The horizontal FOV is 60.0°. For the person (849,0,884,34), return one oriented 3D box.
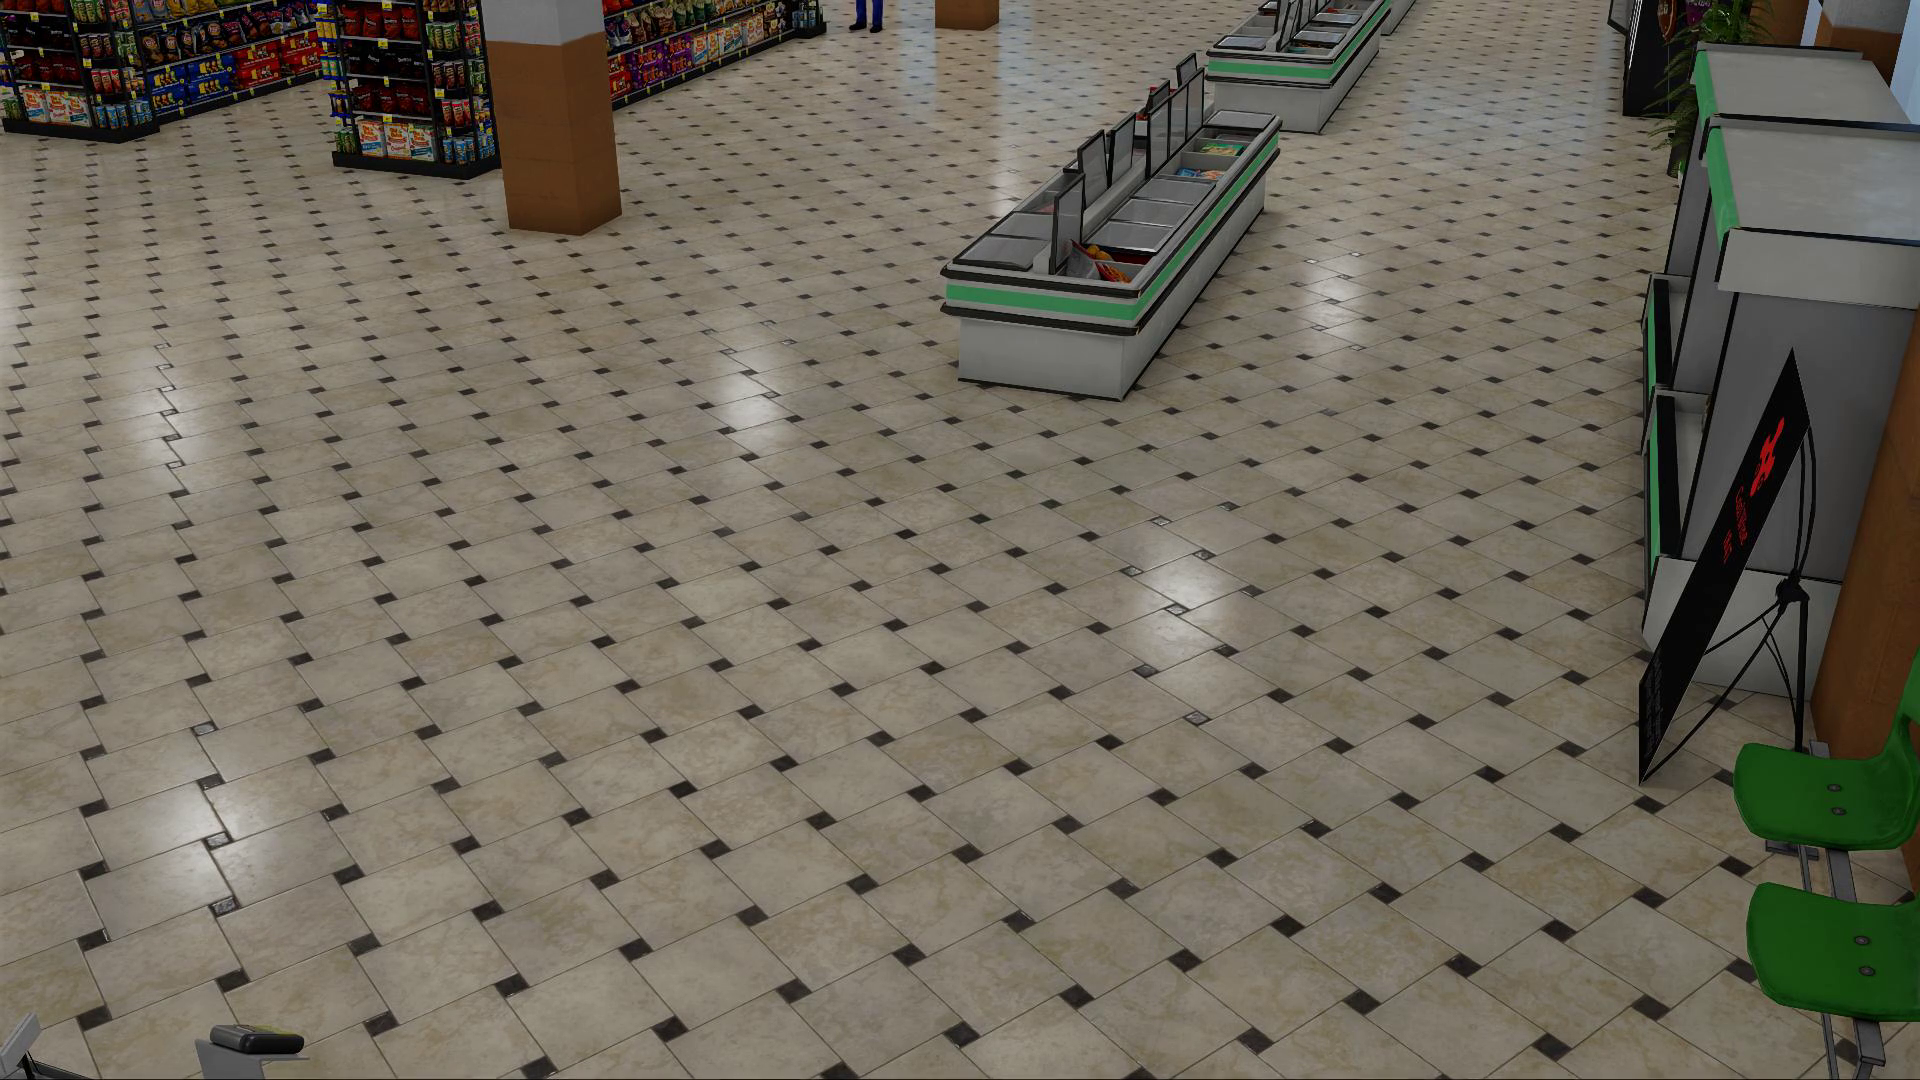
[{"bbox_3d":[-1.232,-7.718,22.100,0.765,1.831,0.626,15,31,28],"label":"person"}]
